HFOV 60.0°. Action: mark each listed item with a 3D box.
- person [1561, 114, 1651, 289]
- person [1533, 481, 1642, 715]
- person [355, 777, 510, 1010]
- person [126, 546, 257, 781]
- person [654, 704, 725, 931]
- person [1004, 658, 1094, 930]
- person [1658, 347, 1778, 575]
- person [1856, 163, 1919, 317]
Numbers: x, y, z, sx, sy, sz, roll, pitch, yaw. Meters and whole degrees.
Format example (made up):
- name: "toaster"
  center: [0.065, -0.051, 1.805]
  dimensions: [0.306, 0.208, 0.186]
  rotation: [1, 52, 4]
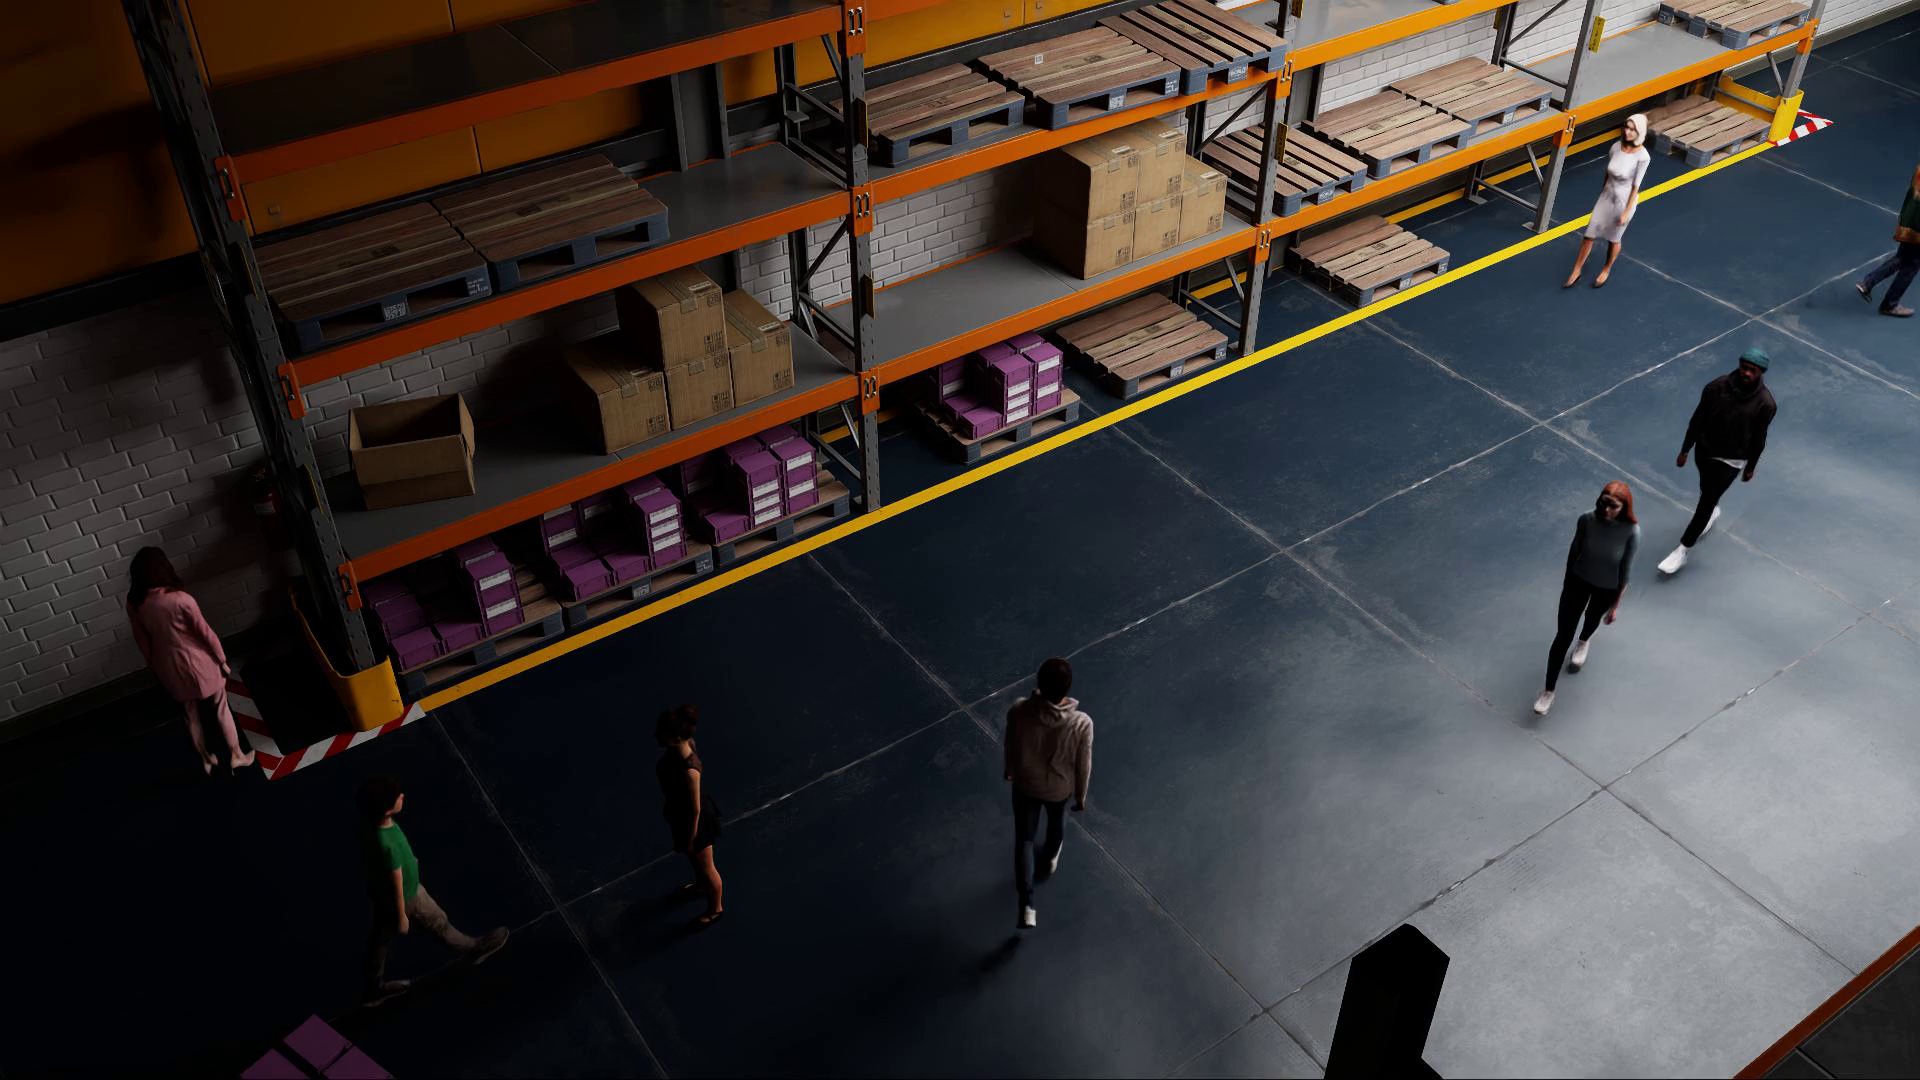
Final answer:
- name: "person"
  center: [6.129, -3.130, 15.403]
  dimensions: [0.790, 1.735, 0.619]
  rotation: [-28, 46, -30]
- name: "person"
  center: [4.268, 0.303, 11.138]
  dimensions: [0.907, 1.692, 1.223]
  rotation: [21, 43, 24]
- name: "person"
  center: [-3.168, 1.975, 9.111]
  dimensions: [1.095, 1.610, 0.607]
  rotation: [-24, 45, -27]
- name: "person"
  center: [-4.856, 0.797, 10.433]
  dimensions: [0.633, 1.801, 0.756]
  rotation: [-3, 39, -4]
- name: "person"
  center: [-1.553, 1.574, 9.561]
  dimensions: [0.622, 1.674, 0.623]
  rotation: [-15, 41, -17]
- name: "person"
  center: [0.463, 1.473, 9.567]
  dimensions: [1.193, 1.825, 1.184]
  rotation: [2, 39, 3]
- name: "person"
  center: [5.649, -0.663, 12.283]
  dimensions: [0.825, 1.772, 1.273]
  rotation: [32, 48, 33]
- name: "person"
  center: [8.564, -2.833, 14.982]
  dimensions: [0.972, 1.796, 0.905]
  rotation: [2, 39, 2]
